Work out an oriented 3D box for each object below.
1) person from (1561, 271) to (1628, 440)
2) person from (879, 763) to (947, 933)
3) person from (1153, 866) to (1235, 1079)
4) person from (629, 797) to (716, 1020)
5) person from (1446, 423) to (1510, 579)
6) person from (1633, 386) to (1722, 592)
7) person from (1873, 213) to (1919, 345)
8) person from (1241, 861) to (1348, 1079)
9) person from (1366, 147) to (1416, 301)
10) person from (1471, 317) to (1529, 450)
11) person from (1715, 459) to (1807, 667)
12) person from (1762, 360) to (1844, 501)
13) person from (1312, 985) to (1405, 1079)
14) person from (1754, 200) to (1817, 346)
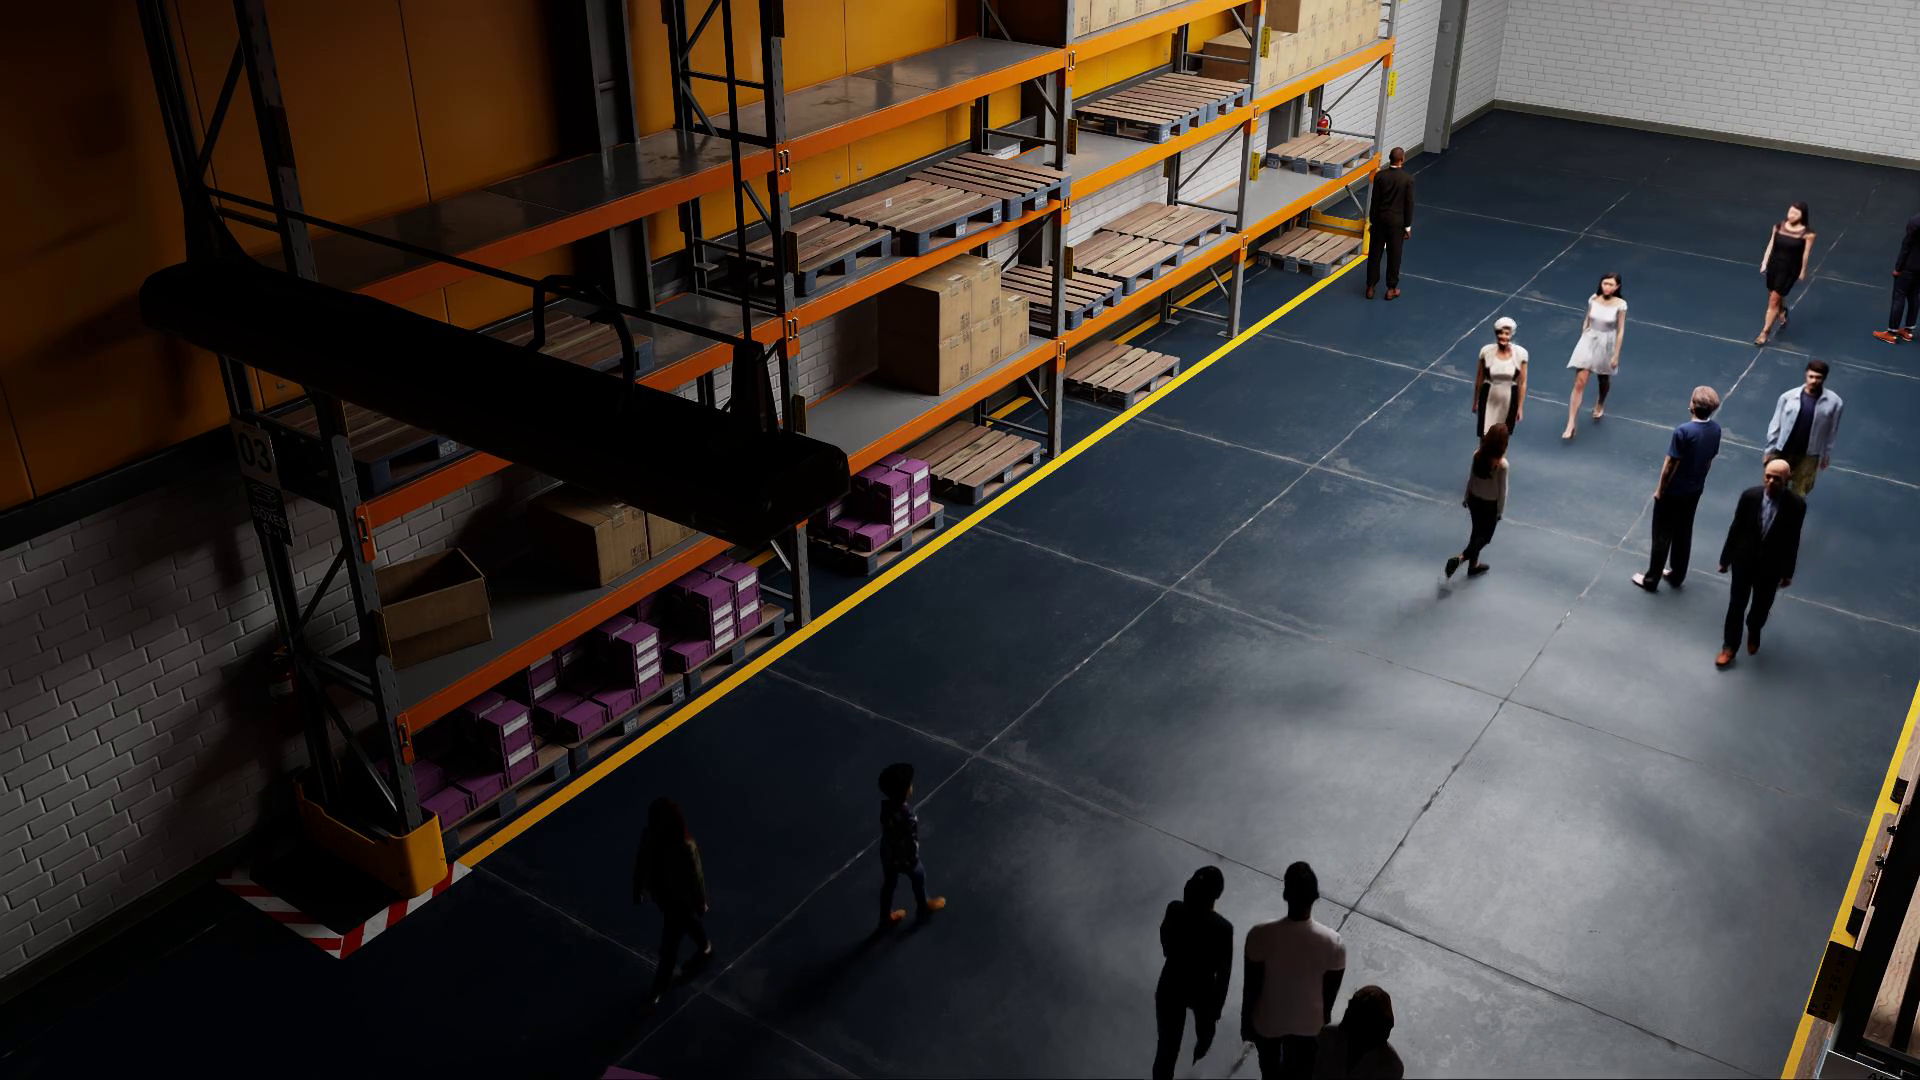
[{"bbox_3d":[6.614,-1.931,17.145,0.632,1.716,1.189,19,34,31],"label":"person"},{"bbox_3d":[-0.418,1.971,10.493,0.728,1.236,0.577,-24,37,-37],"label":"person"},{"bbox_3d":[1.214,2.532,9.025,0.750,1.658,1.132,11,30,19],"label":"person"},{"bbox_3d":[-1.668,2.116,10.022,0.645,1.432,0.979,21,35,34],"label":"person"},{"bbox_3d":[4.498,-0.295,14.399,0.910,1.473,0.738,-20,34,-32],"label":"person"},{"bbox_3d":[6.193,-0.434,14.242,0.685,1.867,0.798,-11,30,-19],"label":"person"},{"bbox_3d":[11.106,-3.192,19.350,0.723,1.818,0.840,-13,31,-23],"label":"person"},{"bbox_3d":[1.719,2.589,8.761,0.946,1.809,1.271,7,29,13],"label":"person"},{"bbox_3d":[5.315,-3.923,20.599,0.728,1.905,0.679,12,31,21],"label":"person"},{"bbox_3d":[5.198,-1.319,16.033,0.875,1.707,1.184,8,30,14],"label":"person"},{"bbox_3d":[6.383,0.154,13.248,0.691,1.788,0.752,19,34,31],"label":"person"},{"bbox_3d":[7.551,-0.796,14.984,0.732,1.793,0.846,16,33,27],"label":"person"},{"bbox_3d":[1.918,2.893,8.219,0.608,1.796,0.544,23,36,35],"label":"person"},{"bbox_3d":[9.615,-3.122,19.358,1.112,1.688,0.858,-20,34,-32],"label":"person"}]
